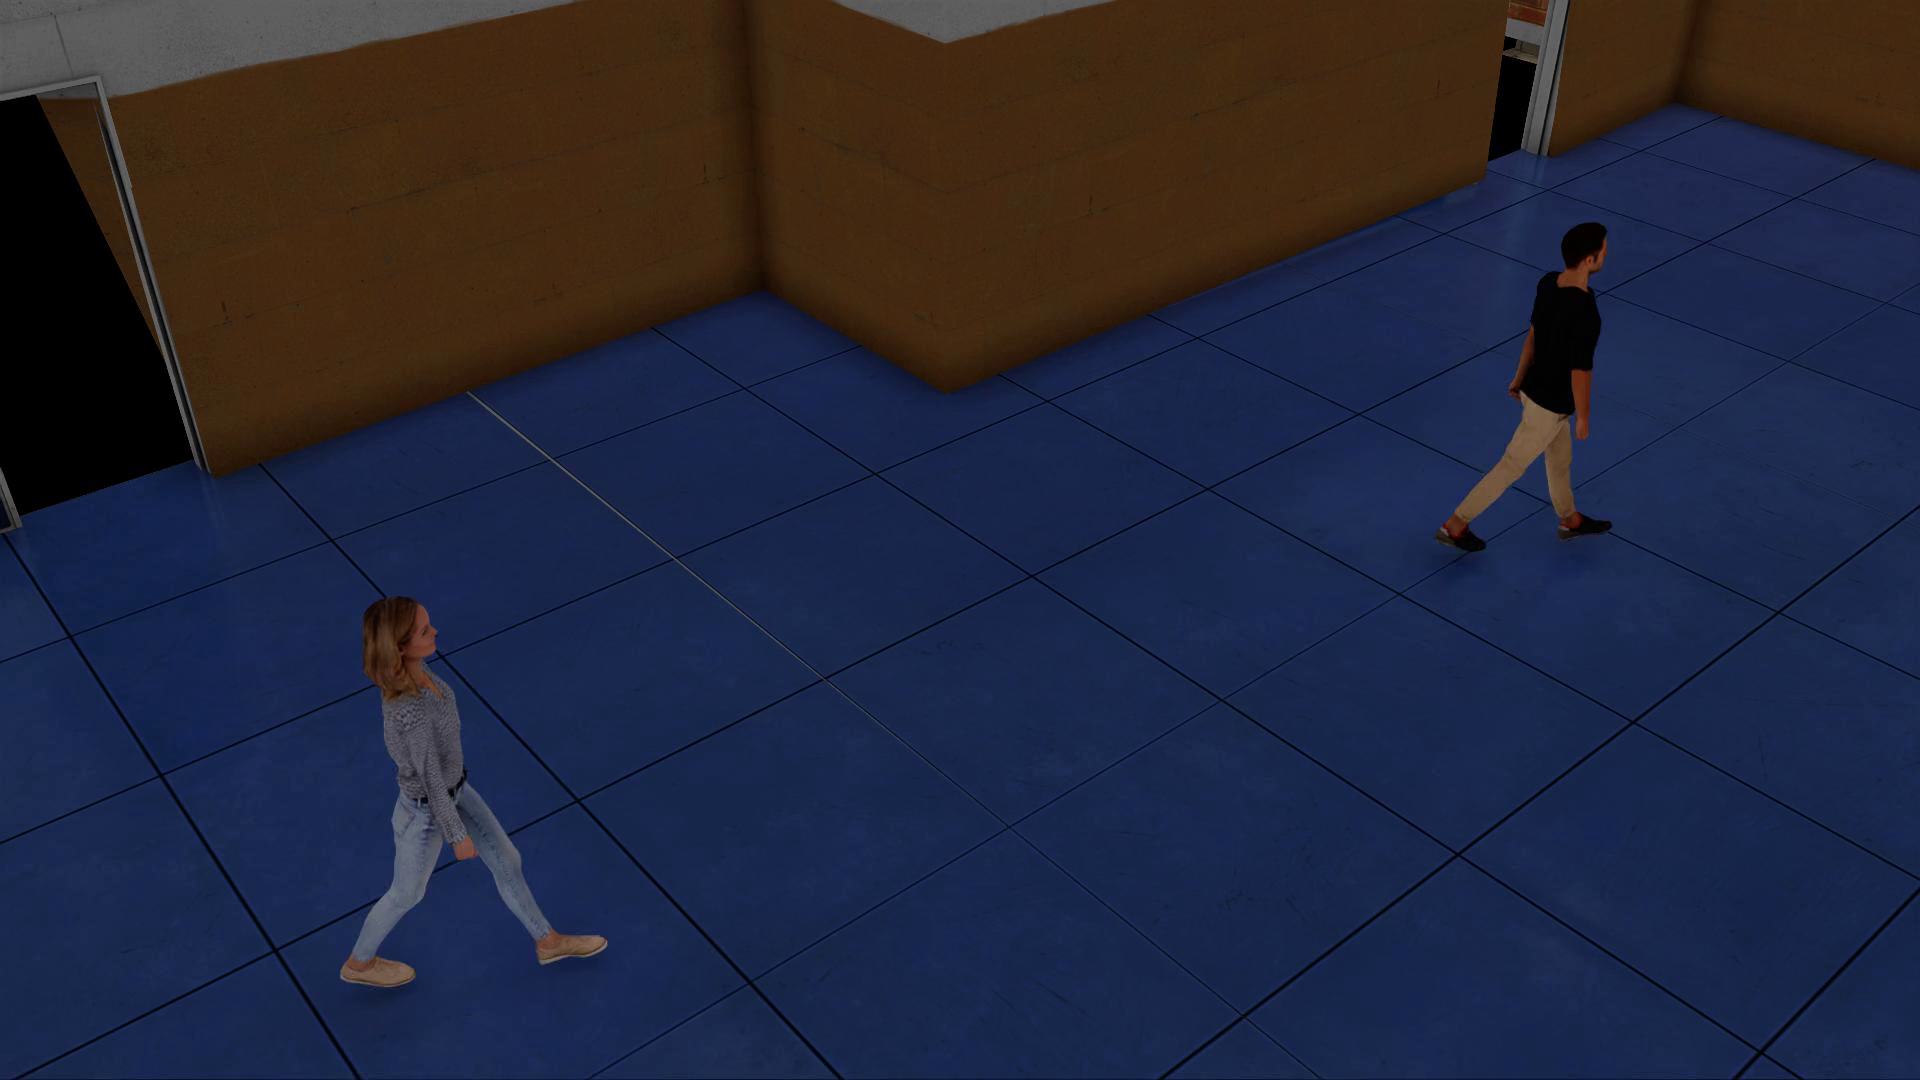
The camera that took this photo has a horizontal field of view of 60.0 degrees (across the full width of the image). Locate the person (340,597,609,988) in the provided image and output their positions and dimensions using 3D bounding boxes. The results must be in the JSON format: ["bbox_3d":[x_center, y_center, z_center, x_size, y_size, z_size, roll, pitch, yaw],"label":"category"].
[{"bbox_3d":[-1.945,0.983,5.881,1.066,1.744,1.222,-7,34,-11],"label":"person"}]

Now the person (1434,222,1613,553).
[{"bbox_3d":[2.848,-0.685,8.303,1.185,1.813,1.221,-2,34,-3],"label":"person"}]
